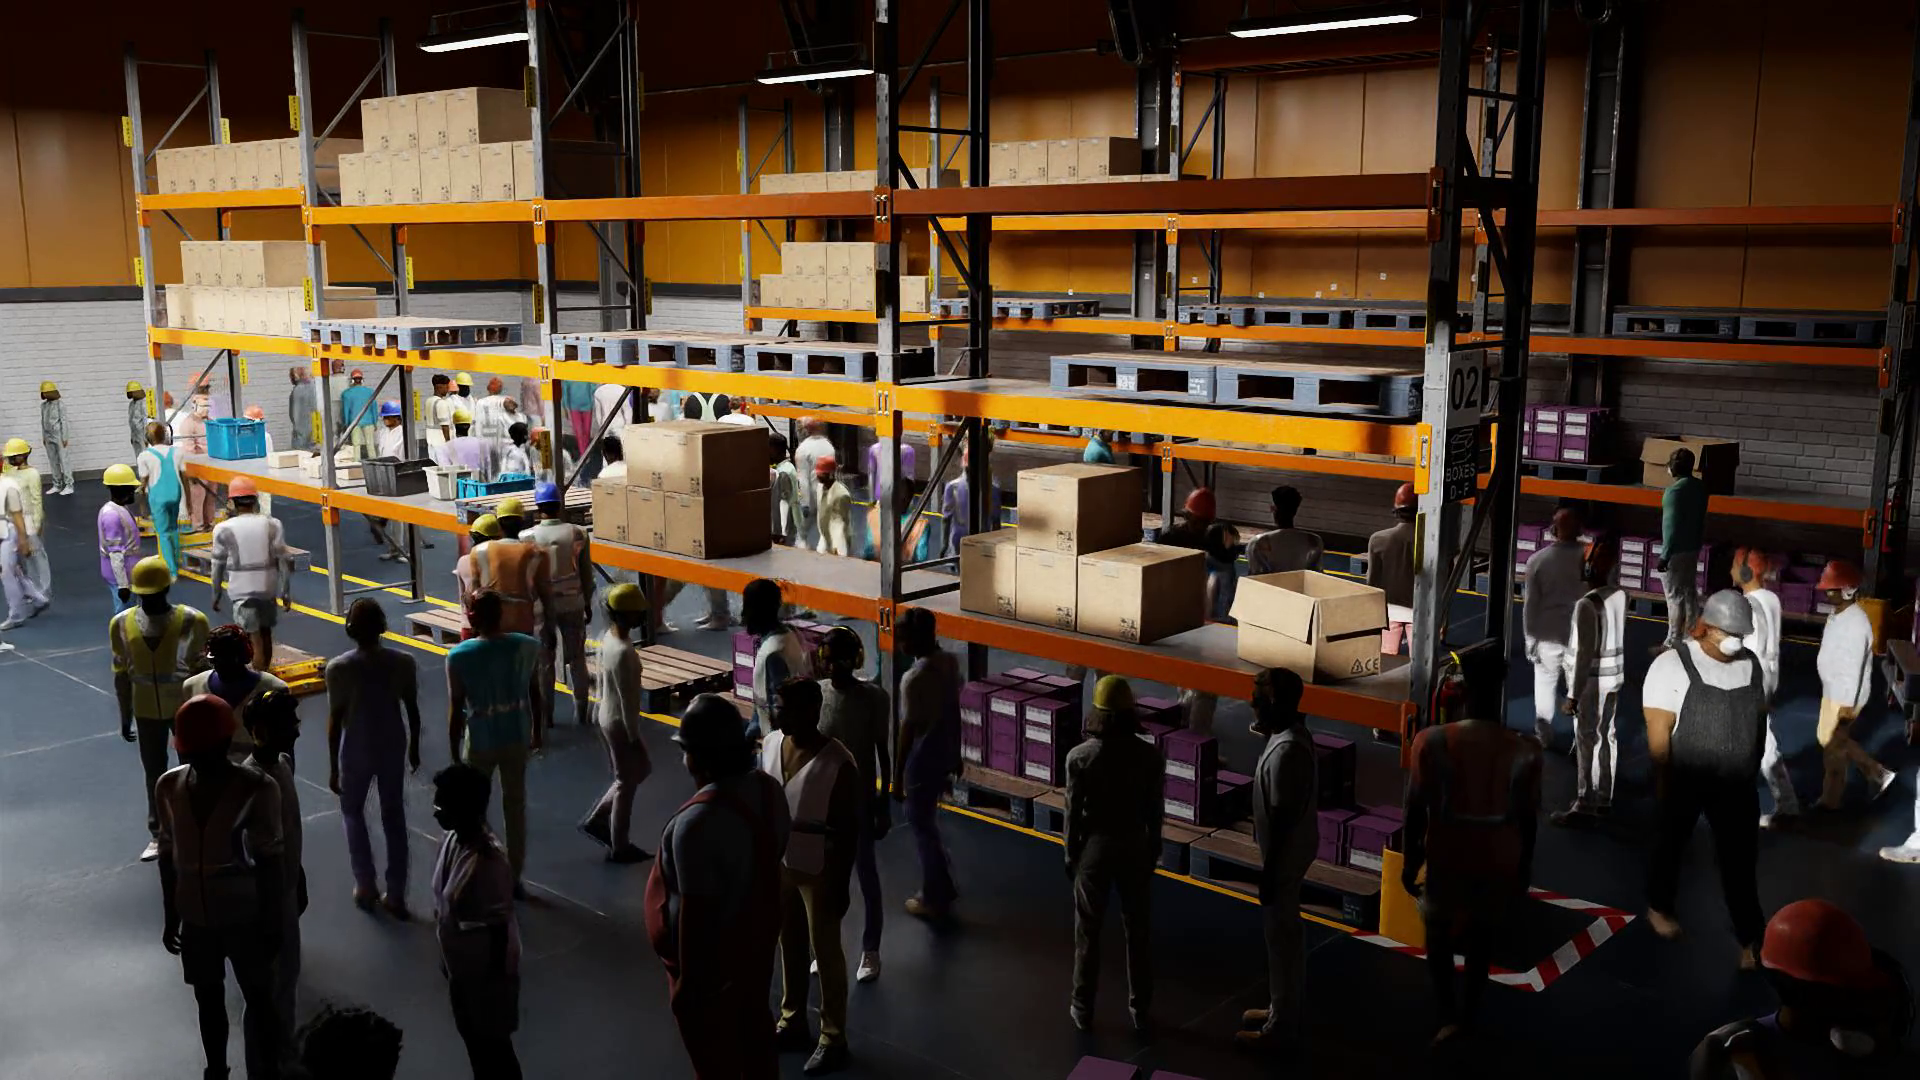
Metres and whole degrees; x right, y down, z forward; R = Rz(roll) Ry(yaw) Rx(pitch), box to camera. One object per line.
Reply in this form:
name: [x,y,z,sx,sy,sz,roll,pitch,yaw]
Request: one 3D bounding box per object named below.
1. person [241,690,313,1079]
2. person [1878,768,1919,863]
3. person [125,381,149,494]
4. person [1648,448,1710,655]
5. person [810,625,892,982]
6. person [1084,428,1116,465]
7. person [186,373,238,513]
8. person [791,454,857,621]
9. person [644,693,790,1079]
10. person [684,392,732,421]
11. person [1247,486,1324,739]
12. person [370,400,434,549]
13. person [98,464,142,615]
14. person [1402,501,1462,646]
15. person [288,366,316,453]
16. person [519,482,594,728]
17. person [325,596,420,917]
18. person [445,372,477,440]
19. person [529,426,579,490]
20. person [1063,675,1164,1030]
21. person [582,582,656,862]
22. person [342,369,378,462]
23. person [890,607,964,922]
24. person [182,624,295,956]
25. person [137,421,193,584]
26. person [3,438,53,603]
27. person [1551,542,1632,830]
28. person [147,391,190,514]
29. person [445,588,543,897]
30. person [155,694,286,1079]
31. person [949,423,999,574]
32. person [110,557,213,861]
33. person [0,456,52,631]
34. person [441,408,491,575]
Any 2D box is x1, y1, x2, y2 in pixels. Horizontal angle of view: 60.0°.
person: [-3.018,1.569,7.343,0.333,1.860,0.510,1,10,3]
person: [6.128,1.088,10.073,0.792,1.857,0.582,4,11,21]
person: [-12.562,-1.572,25.452,0.483,1.737,0.321,8,13,37]
person: [6.641,0.114,15.339,0.635,1.936,0.354,-8,13,-39]
person: [-0.593,1.347,8.593,0.510,1.863,0.327,3,10,17]
person: [1.580,-0.434,18.528,0.400,1.907,0.645,2,10,9]
person: [-10.616,-1.350,23.423,0.820,2.000,0.635,-4,11,-22]
person: [-1.343,-0.009,16.627,0.802,1.712,0.578,-7,12,-36]
person: [-0.992,1.599,6.648,0.537,2.000,0.689,4,11,22]
person: [-3.606,-1.457,23.929,0.675,2.000,0.536,-1,10,-6]
person: [2.478,0.556,12.760,0.607,1.966,0.367,-1,10,-7]
person: [-7.074,-0.836,20.871,0.948,1.902,0.553,3,11,19]
person: [-7.175,0.300,14.313,0.370,1.925,0.595,-4,11,-21]
person: [4.424,0.146,15.677,0.561,1.752,0.324,-2,10,-12]
person: [-10.360,-1.811,26.358,0.523,1.896,0.646,1,10,3]
person: [-3.181,0.513,13.082,0.602,1.938,0.403,-5,11,-25]
person: [-3.335,1.212,9.437,0.538,1.825,0.608,-6,12,-33]
person: [-7.338,-1.522,24.621,0.381,1.924,0.593,6,11,29]
person: [-4.655,-0.466,19.292,0.696,1.705,0.341,5,11,26]
person: [0.734,1.506,8.054,0.493,1.735,0.348,-1,10,-3]
person: [-2.050,1.118,10.179,0.387,1.755,0.533,-3,10,-15]
person: [-9.945,-1.958,27.591,0.559,1.744,0.333,-6,11,-29]
person: [-0.215,1.246,9.276,0.429,1.817,0.546,6,11,29]
person: [-3.795,1.324,8.822,0.561,1.828,0.417,0,10,2]
person: [-8.993,-0.428,18.712,0.626,1.824,0.552,8,13,37]
person: [-9.924,-0.208,17.672,0.524,1.761,0.339,6,12,32]
person: [4.113,0.942,10.811,0.573,1.883,0.356,-9,14,-42]
person: [-10.662,-1.108,22.590,0.612,1.813,0.980,-8,13,-38]
person: [-2.707,1.167,9.696,0.611,1.829,0.580,-7,12,-34]
person: [-3.138,1.583,7.070,0.544,1.929,0.387,1,10,4]
person: [0.300,-0.464,19.052,0.933,1.774,0.595,1,10,8]
person: [-4.872,1.038,10.201,0.582,1.911,0.419,-1,10,-8]
person: [-9.369,-0.022,16.469,0.601,1.814,0.619,7,12,36]
person: [-5.665,-0.545,19.088,0.585,1.928,0.370,-8,13,-39]
